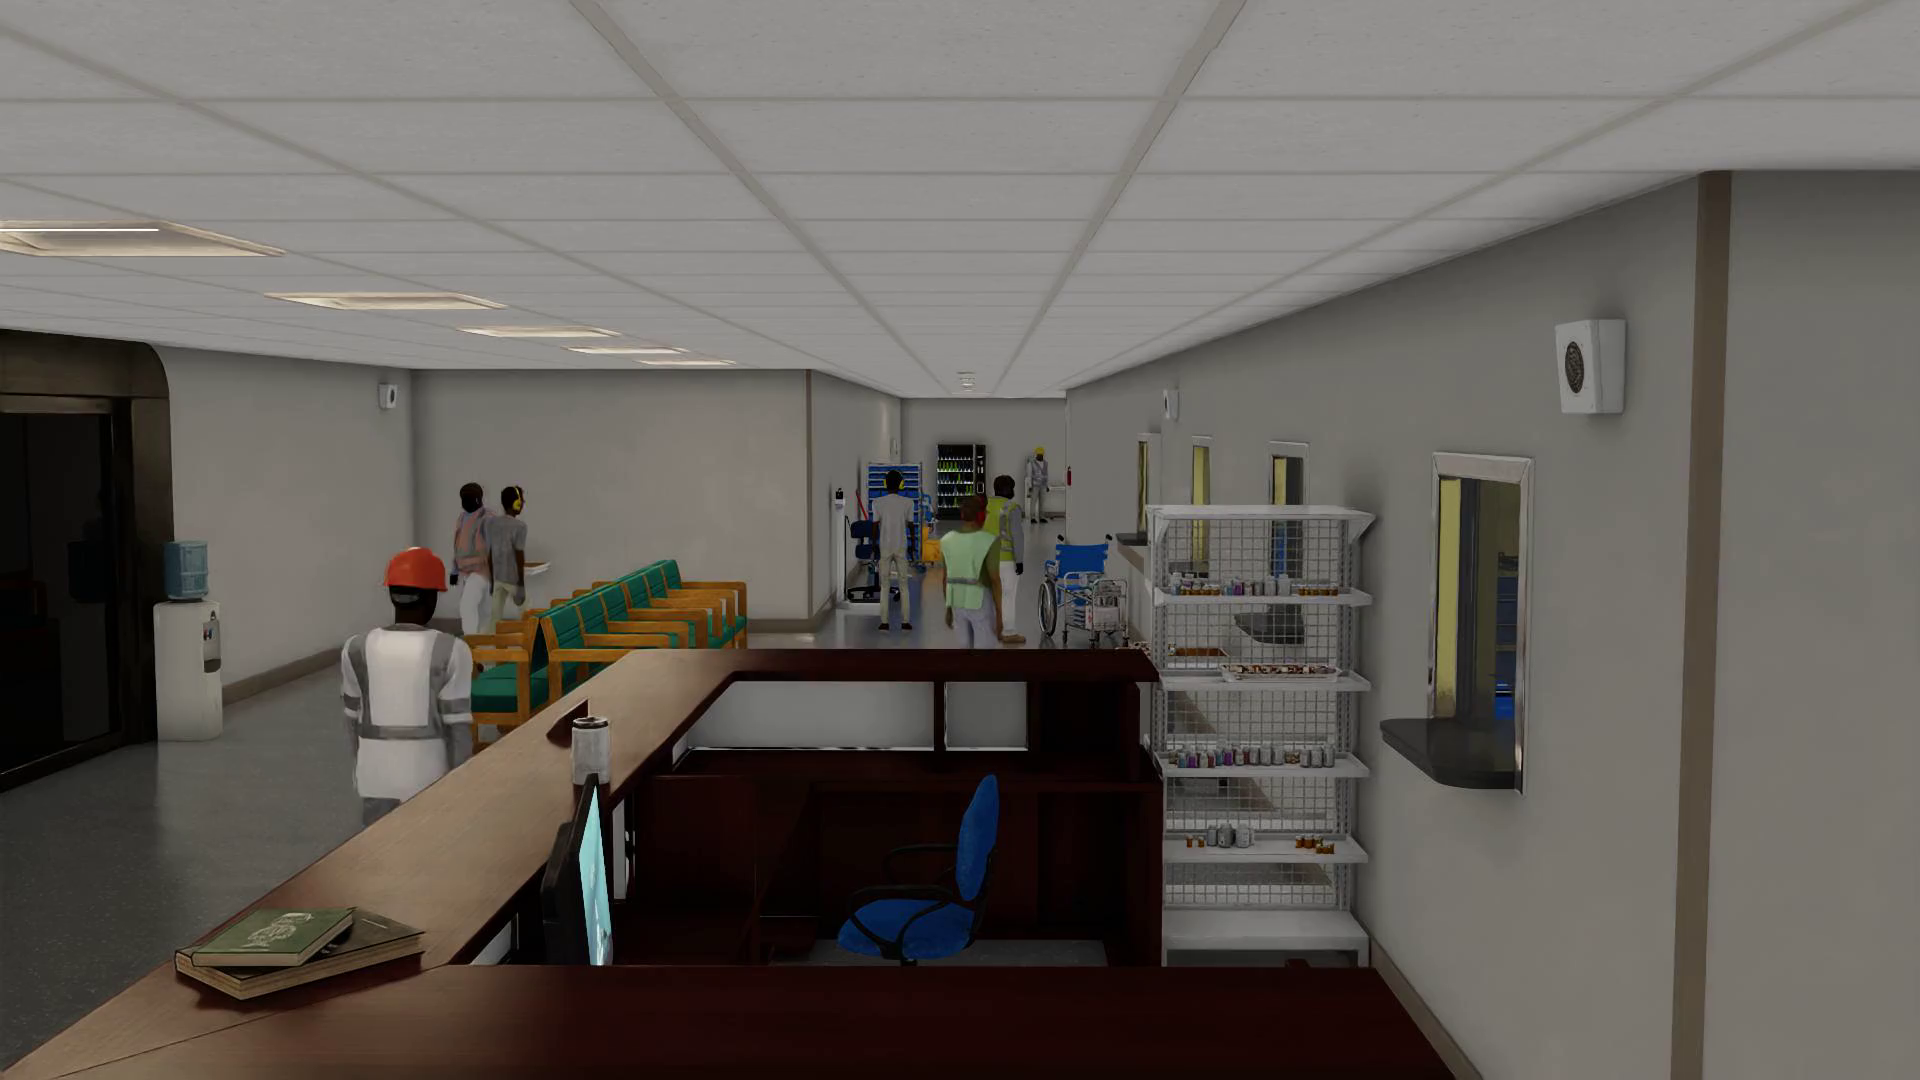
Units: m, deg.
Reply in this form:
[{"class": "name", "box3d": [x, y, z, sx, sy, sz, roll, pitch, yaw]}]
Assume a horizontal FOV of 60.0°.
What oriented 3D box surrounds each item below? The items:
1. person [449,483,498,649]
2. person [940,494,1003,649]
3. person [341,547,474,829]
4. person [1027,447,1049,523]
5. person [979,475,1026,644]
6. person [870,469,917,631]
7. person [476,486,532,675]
[{"class": "person", "box3d": [-4.889, 0.334, 16.565, 0.673, 1.809, 0.675, -3, 5, -39]}, {"class": "person", "box3d": [0.101, 0.554, 13.340, 0.588, 1.847, 0.449, 3, 5, 35]}, {"class": "person", "box3d": [-2.249, 0.982, 6.865, 0.543, 1.905, 0.737, 0, 4, -5]}, {"class": "person", "box3d": [1.874, -1.303, 39.425, 0.600, 1.827, 0.404, -3, 5, -33]}, {"class": "person", "box3d": [0.468, 0.209, 18.146, 0.429, 1.839, 0.633, -4, 6, -44]}, {"class": "person", "box3d": [-0.769, 0.122, 19.146, 0.538, 1.869, 0.312, 0, 4, -4]}, {"class": "person", "box3d": [-4.328, 0.397, 15.791, 0.542, 1.824, 0.973, 2, 5, 28]}]
